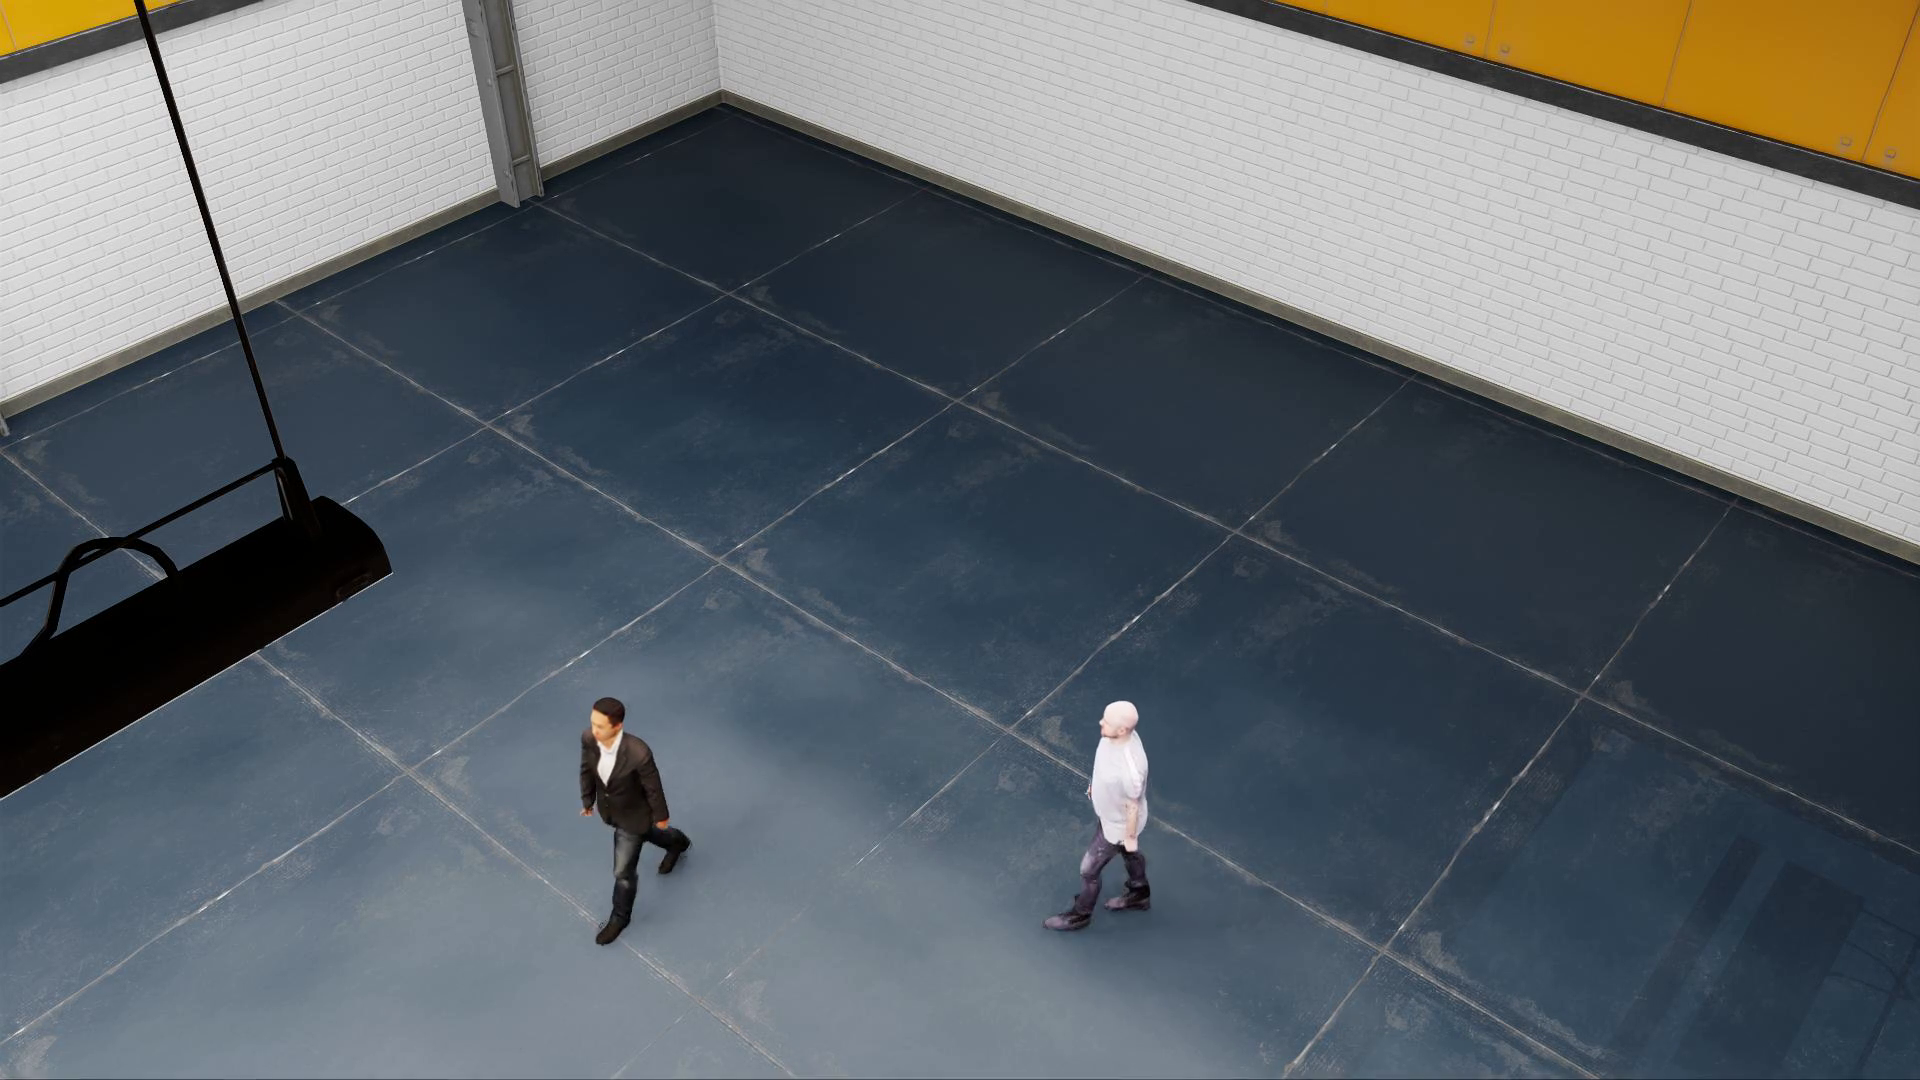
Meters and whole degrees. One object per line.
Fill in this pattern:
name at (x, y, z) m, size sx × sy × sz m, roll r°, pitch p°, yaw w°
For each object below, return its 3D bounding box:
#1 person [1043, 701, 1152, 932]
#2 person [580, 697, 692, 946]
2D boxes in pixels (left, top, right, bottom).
person at (1.050, 1.670, 10.063) m, size 1.079 × 1.806 × 1.024 m, roll -2°, pitch 39°, yaw -3°
person at (-1.981, 1.585, 10.200) m, size 0.784 × 1.767 × 1.181 m, roll 23°, pitch 44°, yaw 26°
